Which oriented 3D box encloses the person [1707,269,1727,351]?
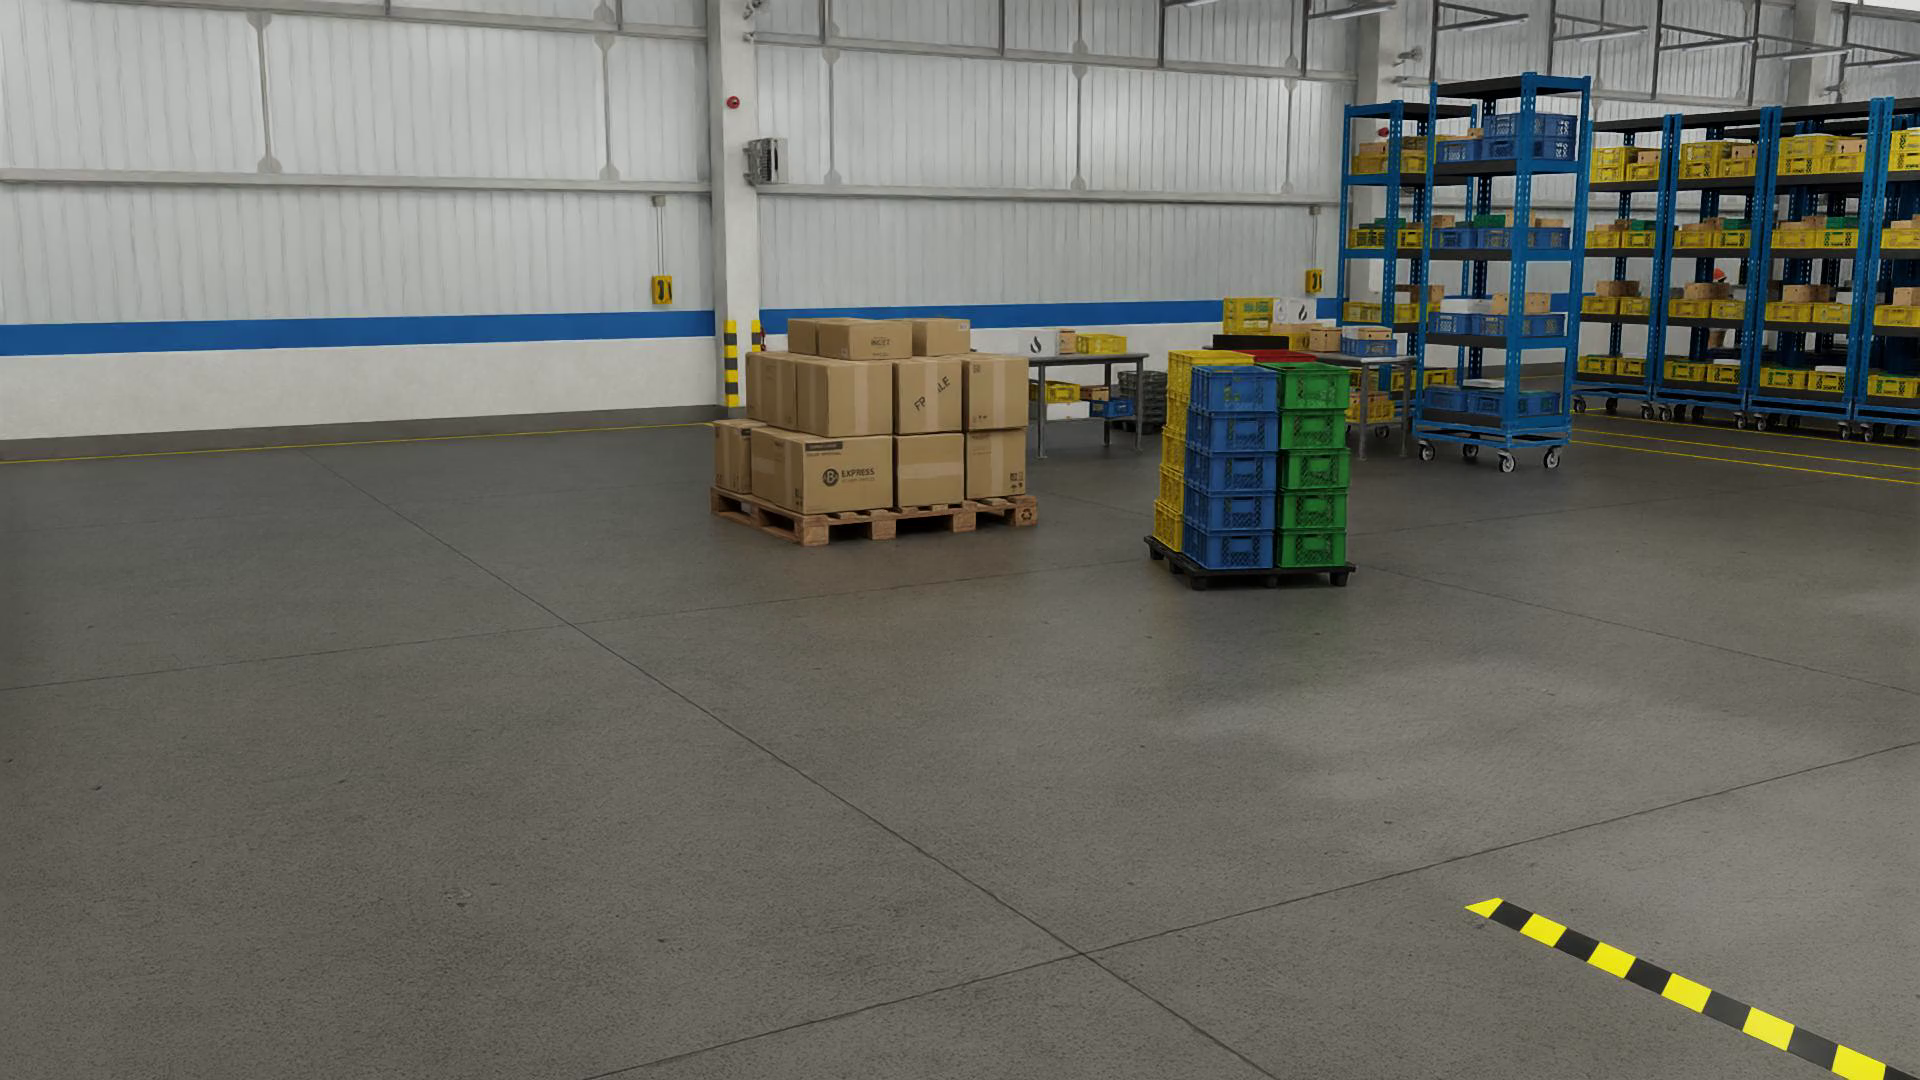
[{"bbox_3d":[11.353,-3.203,25.042,0.557,1.744,0.355,-9,13,-42],"label":"person"}]
